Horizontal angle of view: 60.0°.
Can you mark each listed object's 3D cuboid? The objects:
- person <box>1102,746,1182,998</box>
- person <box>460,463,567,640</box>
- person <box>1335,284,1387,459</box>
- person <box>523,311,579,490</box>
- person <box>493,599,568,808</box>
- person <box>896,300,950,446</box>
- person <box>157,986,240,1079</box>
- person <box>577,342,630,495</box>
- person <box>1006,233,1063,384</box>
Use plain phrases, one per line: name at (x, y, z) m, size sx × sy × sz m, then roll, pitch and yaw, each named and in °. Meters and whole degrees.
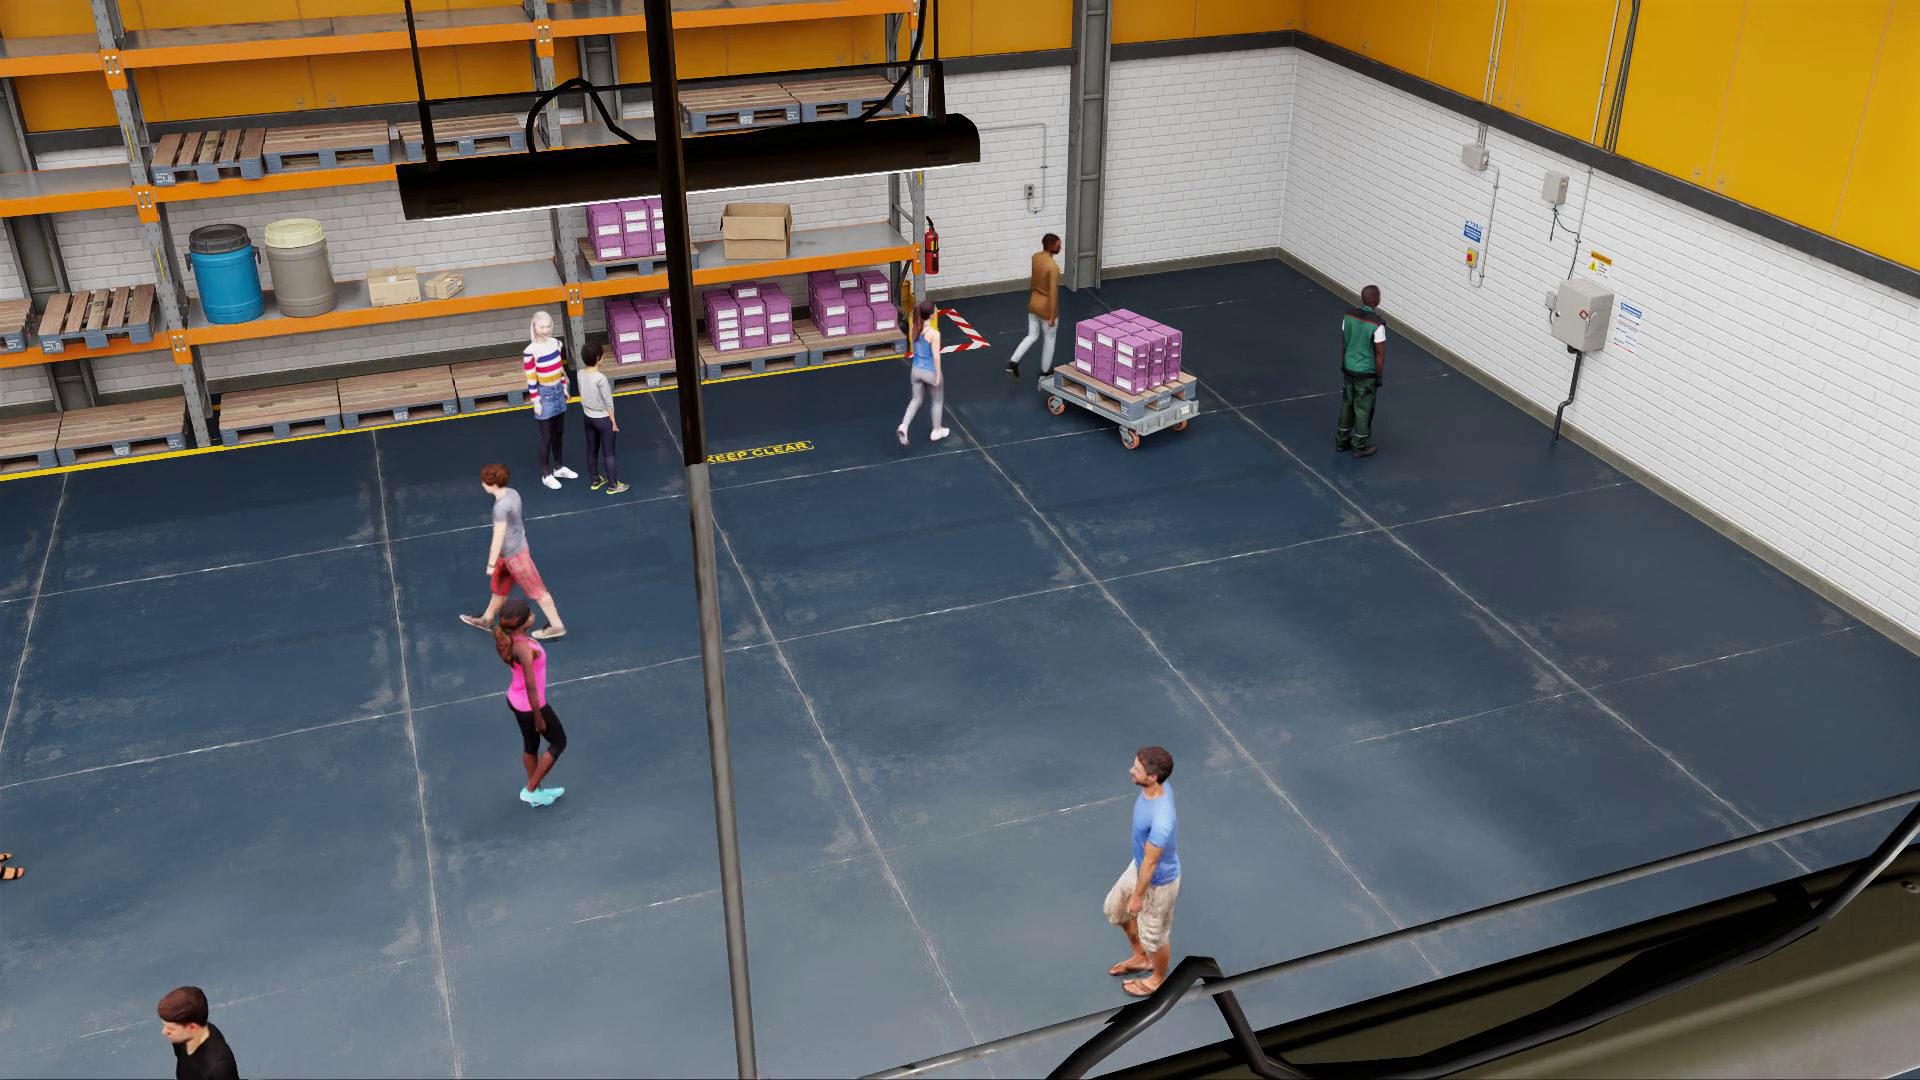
person at (1.259, 2.026, 10.108) m, size 0.773 × 1.853 × 0.743 m, roll -1°, pitch 29°, yaw -1°
person at (-3.622, 0.135, 13.836) m, size 1.165 × 1.604 × 0.771 m, roll -3°, pitch 29°, yaw -5°
person at (4.109, -1.739, 17.025) m, size 0.722 × 1.840 × 0.757 m, roll -21°, pitch 35°, yaw -33°
person at (-4.077, -1.406, 16.448) m, size 0.781 × 1.808 × 0.695 m, roll 16°, pitch 32°, yaw 27°
person at (-3.128, 1.197, 11.772) m, size 0.667 × 1.716 × 0.638 m, roll -17°, pitch 33°, yaw -28°
person at (-0.401, -1.709, 17.230) m, size 0.883 × 1.590 × 1.029 m, roll 20°, pitch 34°, yaw 32°
person at (-3.646, 2.951, 8.437) m, size 1.304 × 1.830 × 0.993 m, roll -23°, pitch 36°, yaw -36°
person at (-3.560, -1.201, 16.338) m, size 0.618 × 1.553 × 0.652 m, roll 17°, pitch 33°, yaw 29°
person at (0.866, -2.551, 18.565) m, size 1.101 × 1.791 × 0.862 m, roll -23°, pitch 36°, yaw -35°
